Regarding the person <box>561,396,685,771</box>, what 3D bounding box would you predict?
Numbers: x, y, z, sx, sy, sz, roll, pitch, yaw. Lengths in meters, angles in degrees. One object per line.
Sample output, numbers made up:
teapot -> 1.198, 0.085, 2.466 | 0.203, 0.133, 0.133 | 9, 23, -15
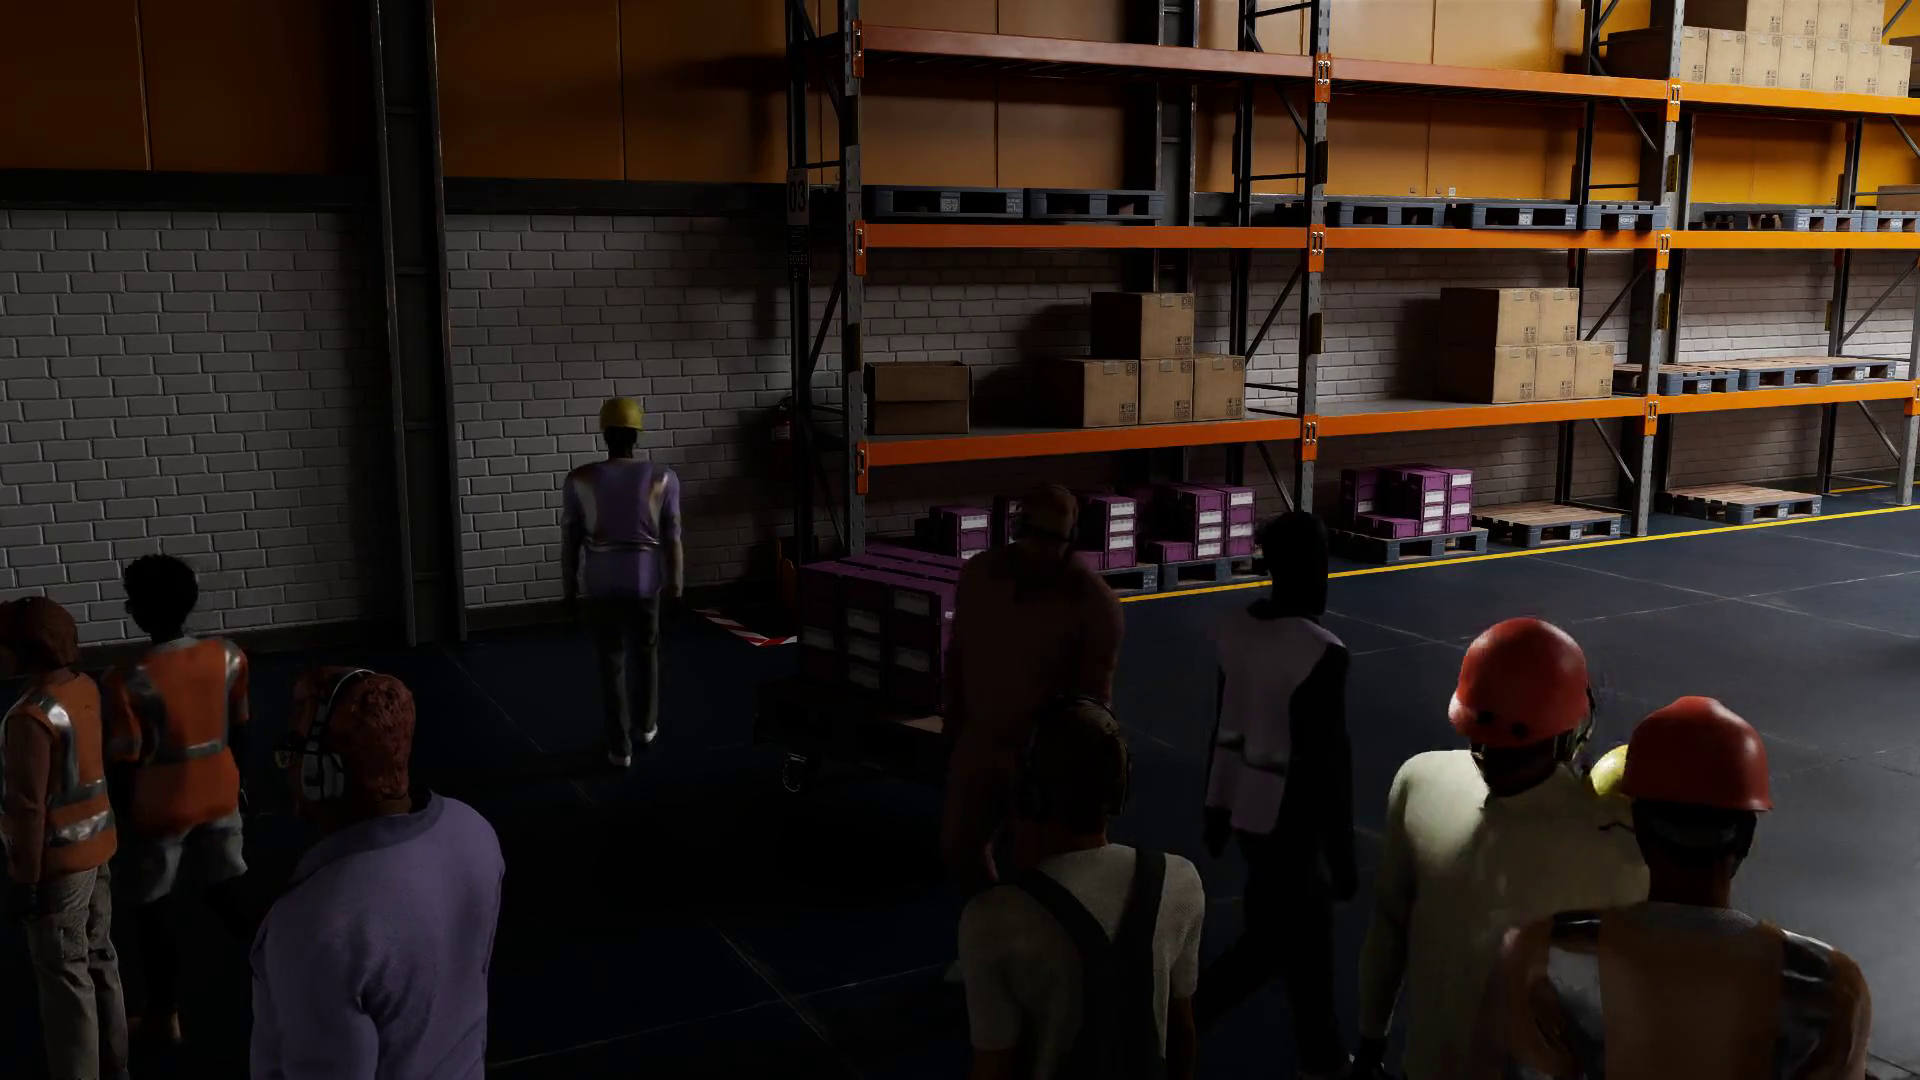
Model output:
person -> -1.765, 0.201, 8.684 | 0.612, 1.899, 0.786 | -2, 10, -14

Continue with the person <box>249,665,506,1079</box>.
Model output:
person -> -1.093, 1.167, 3.108 | 0.409, 1.907, 0.651 | 2, 10, 9

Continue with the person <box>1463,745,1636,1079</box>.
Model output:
person -> 1.228, 1.232, 3.344 | 0.897, 1.693, 0.547 | 9, 13, 42

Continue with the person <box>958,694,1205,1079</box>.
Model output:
person -> 0.211, 1.190, 3.155 | 0.507, 1.846, 0.346 | -5, 11, -28

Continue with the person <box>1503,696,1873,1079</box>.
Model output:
person -> 1.180, 1.212, 2.793 | 0.543, 1.928, 0.372 | 3, 10, 19

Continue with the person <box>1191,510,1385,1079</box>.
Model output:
person -> 0.909, 0.848, 5.080 | 0.931, 1.876, 0.589 | -3, 10, -17

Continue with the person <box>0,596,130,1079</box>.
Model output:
person -> -2.724, 0.972, 5.035 | 0.330, 1.628, 0.517 | -2, 10, -10

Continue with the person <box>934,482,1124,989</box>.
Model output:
person -> 0.214, 0.729, 5.735 | 0.685, 1.885, 0.398 | 6, 11, 31

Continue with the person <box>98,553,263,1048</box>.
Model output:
person -> -2.502, 0.874, 5.429 | 0.622, 1.680, 0.541 | 6, 11, 29

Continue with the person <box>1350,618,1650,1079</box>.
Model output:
person -> 1.165, 1.081, 3.463 | 0.800, 1.952, 0.657 | -7, 12, -36
